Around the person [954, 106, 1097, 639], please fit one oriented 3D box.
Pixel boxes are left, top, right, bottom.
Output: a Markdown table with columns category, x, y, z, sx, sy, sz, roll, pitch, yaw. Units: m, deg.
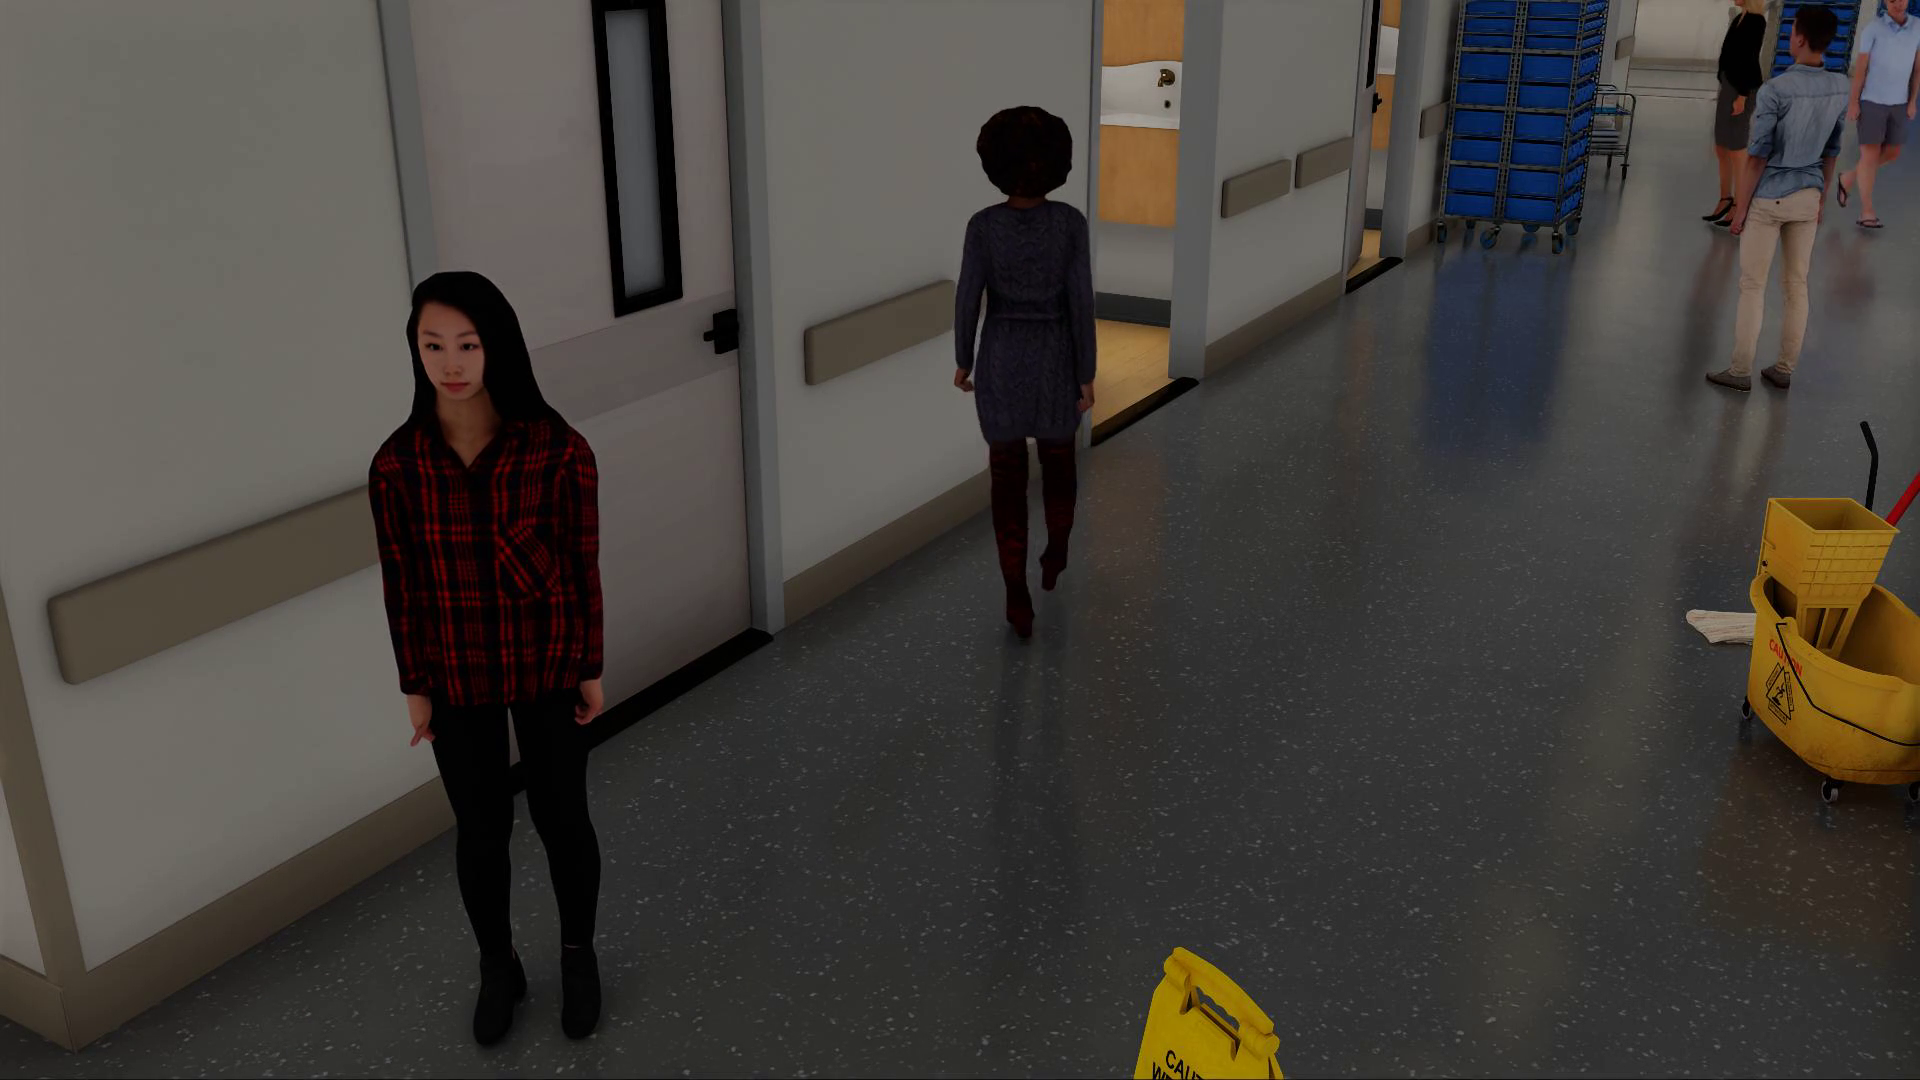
| category | x | y | z | sx | sy | sz | roll | pitch | yaw |
| --- | --- | --- | --- | --- | --- | --- | --- | --- | --- |
| person | 0.212 | -0.492 | 5.318 | 0.842 | 1.692 | 0.975 | 1 | 21 | 4 |

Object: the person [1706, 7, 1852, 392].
| category | x | y | z | sx | sy | sz | roll | pitch | yaw |
| --- | --- | --- | --- | --- | --- | --- | --- | --- | --- |
| person | 4.058 | -1.665 | 8.194 | 0.732 | 1.848 | 0.764 | -3 | 21 | -8 |

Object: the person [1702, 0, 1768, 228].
| category | x | y | z | sx | sy | sz | roll | pitch | yaw |
| --- | --- | --- | --- | --- | --- | --- | --- | --- | --- |
| person | 5.868 | -3.290 | 12.503 | 0.780 | 1.836 | 0.664 | -1 | 21 | -2 |

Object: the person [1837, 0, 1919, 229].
| category | x | y | z | sx | sy | sz | roll | pitch | yaw |
| --- | --- | --- | --- | --- | --- | --- | --- | --- | --- |
| person | 6.900 | -3.290 | 12.554 | 0.957 | 1.799 | 1.091 | -1 | 21 | -3 |

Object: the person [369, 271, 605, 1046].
| category | x | y | z | sx | sy | sz | roll | pitch | yaw |
| --- | --- | --- | --- | --- | --- | --- | --- | --- | --- |
| person | -0.920 | 0.266 | 3.374 | 0.658 | 1.651 | 0.705 | -4 | 21 | -10 |
